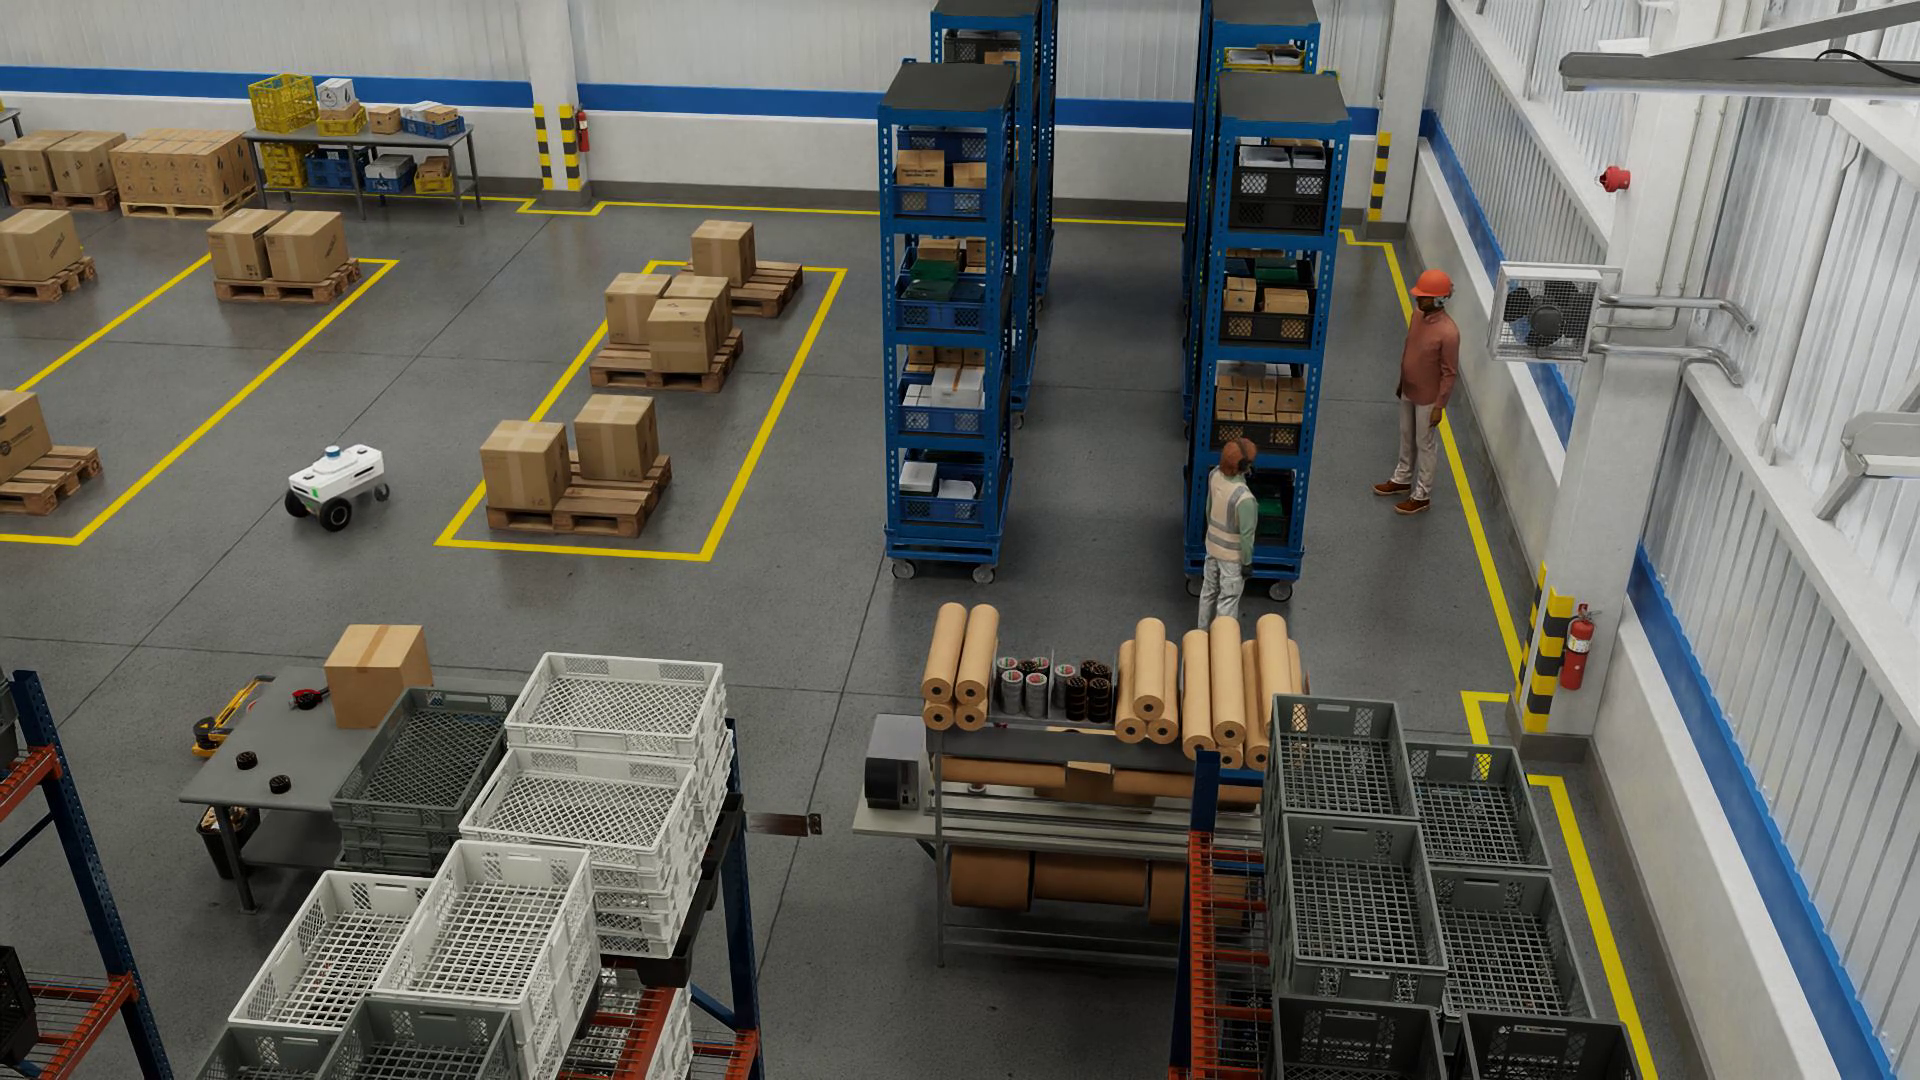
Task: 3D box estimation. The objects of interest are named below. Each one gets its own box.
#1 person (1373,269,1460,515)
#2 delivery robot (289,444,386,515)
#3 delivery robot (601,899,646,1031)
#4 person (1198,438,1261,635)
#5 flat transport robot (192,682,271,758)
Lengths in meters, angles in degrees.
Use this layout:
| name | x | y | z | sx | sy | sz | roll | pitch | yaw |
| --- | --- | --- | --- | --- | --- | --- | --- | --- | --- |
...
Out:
| name | x | y | z | sx | sy | sz | roll | pitch | yaw |
| --- | --- | --- | --- | --- | --- | --- | --- | --- | --- |
| person | 3.579 | -1.158 | 12.934 | 0.391 | 1.992 | 0.623 | -8 | 31 | -14 |
| delivery robot | -4.915 | -0.510 | 13.151 | 0.477 | 0.478 | 0.707 | 18 | 35 | 28 |
| delivery robot | -1.723 | 2.165 | 8.558 | 0.477 | 0.478 | 0.707 | 0 | 30 | -1 |
| person | 1.803 | 0.072 | 11.168 | 0.309 | 1.643 | 0.513 | -12 | 32 | -20 |
| flat transport robot | -4.089 | 1.163 | 10.648 | 1.431 | 0.197 | 0.652 | 3 | 30 | 6 |
